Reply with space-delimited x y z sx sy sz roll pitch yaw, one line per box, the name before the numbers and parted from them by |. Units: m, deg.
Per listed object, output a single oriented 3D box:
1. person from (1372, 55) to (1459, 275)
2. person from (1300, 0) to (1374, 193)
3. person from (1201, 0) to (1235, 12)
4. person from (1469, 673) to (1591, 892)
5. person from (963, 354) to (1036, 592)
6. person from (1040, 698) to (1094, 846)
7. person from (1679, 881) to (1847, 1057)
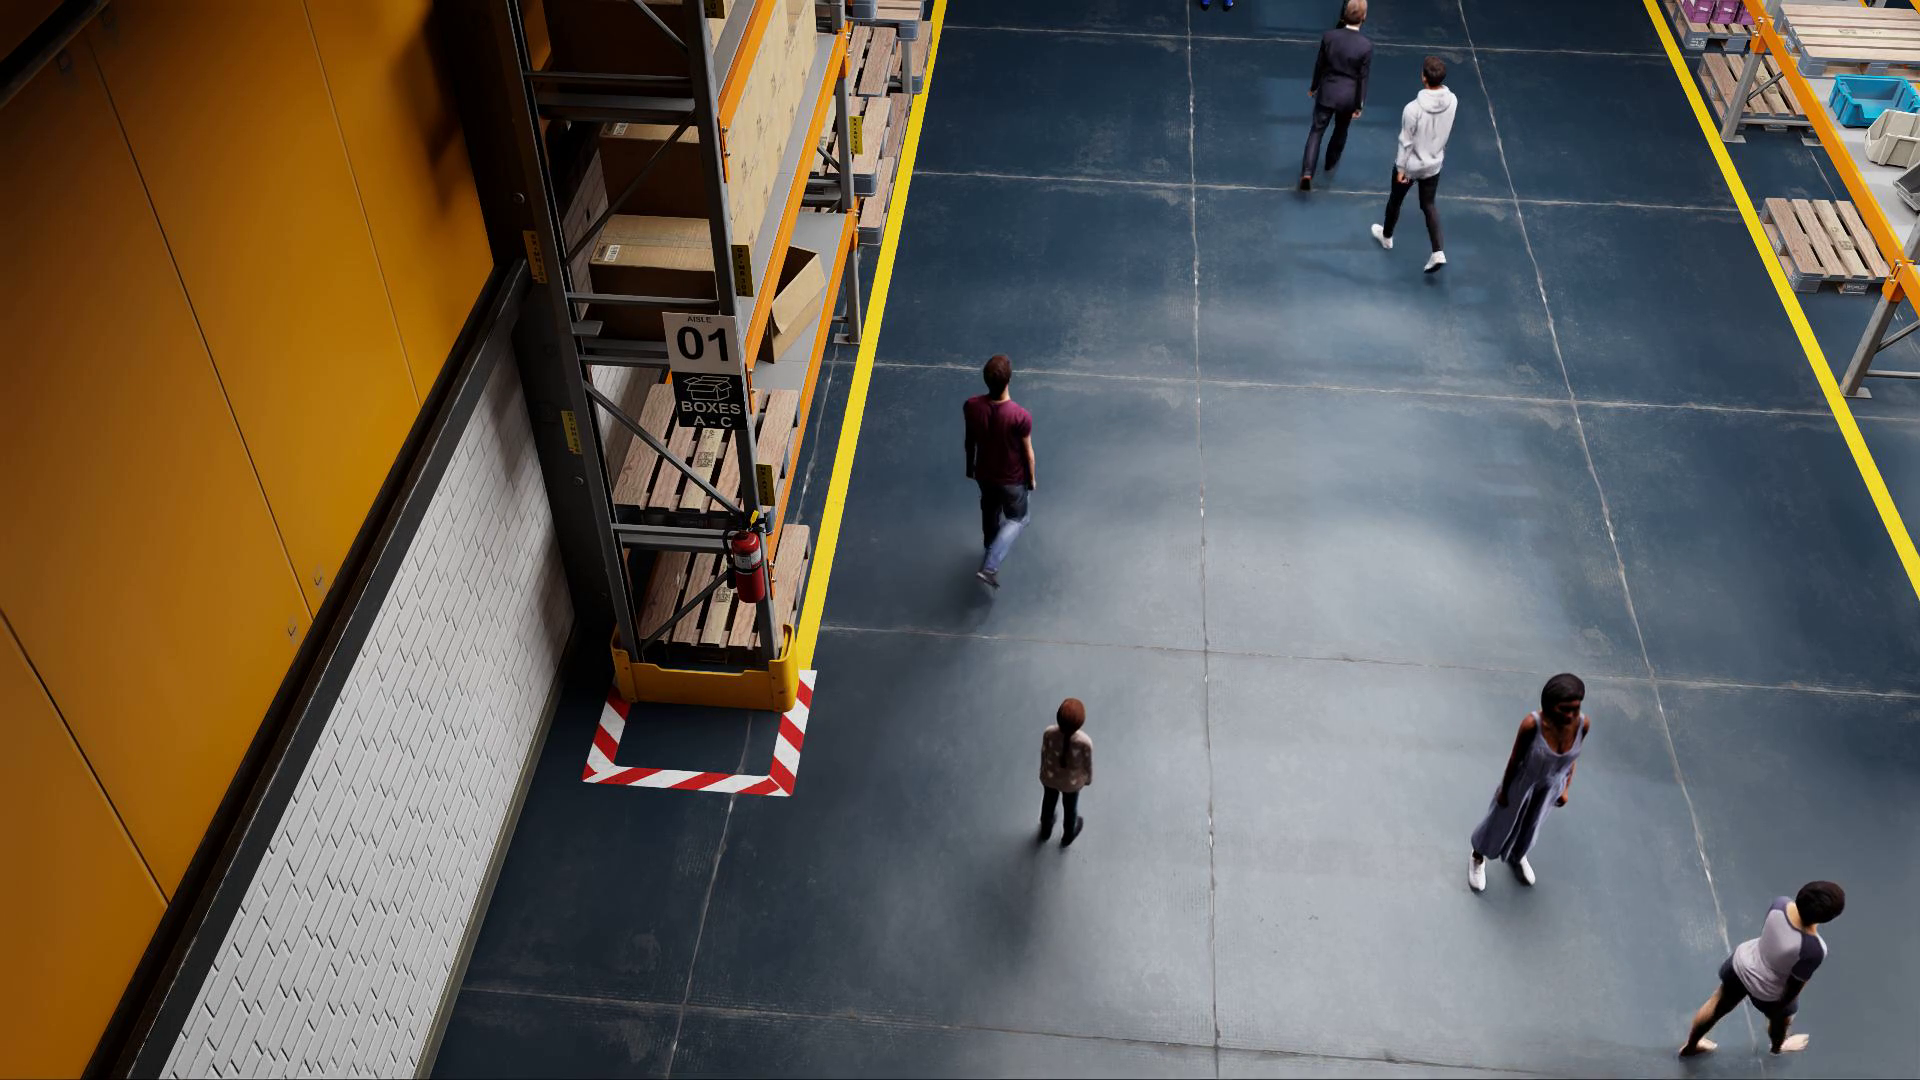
person | 3.973 -3.161 14.145 0.961 1.900 1.294 -11 45 -12
person | 3.403 -4.023 15.131 0.917 1.789 1.217 16 46 16
person | 2.827 -6.505 17.800 0.641 1.700 0.577 9 44 9
person | 3.283 1.380 9.527 0.617 1.696 0.571 -3 44 -3
person | 0.249 -0.424 11.320 0.882 1.833 1.036 20 47 19
person | 0.613 1.384 9.885 0.511 1.195 0.519 13 45 13
person | 4.150 2.291 8.688 0.840 1.533 0.946 -12 45 -12
